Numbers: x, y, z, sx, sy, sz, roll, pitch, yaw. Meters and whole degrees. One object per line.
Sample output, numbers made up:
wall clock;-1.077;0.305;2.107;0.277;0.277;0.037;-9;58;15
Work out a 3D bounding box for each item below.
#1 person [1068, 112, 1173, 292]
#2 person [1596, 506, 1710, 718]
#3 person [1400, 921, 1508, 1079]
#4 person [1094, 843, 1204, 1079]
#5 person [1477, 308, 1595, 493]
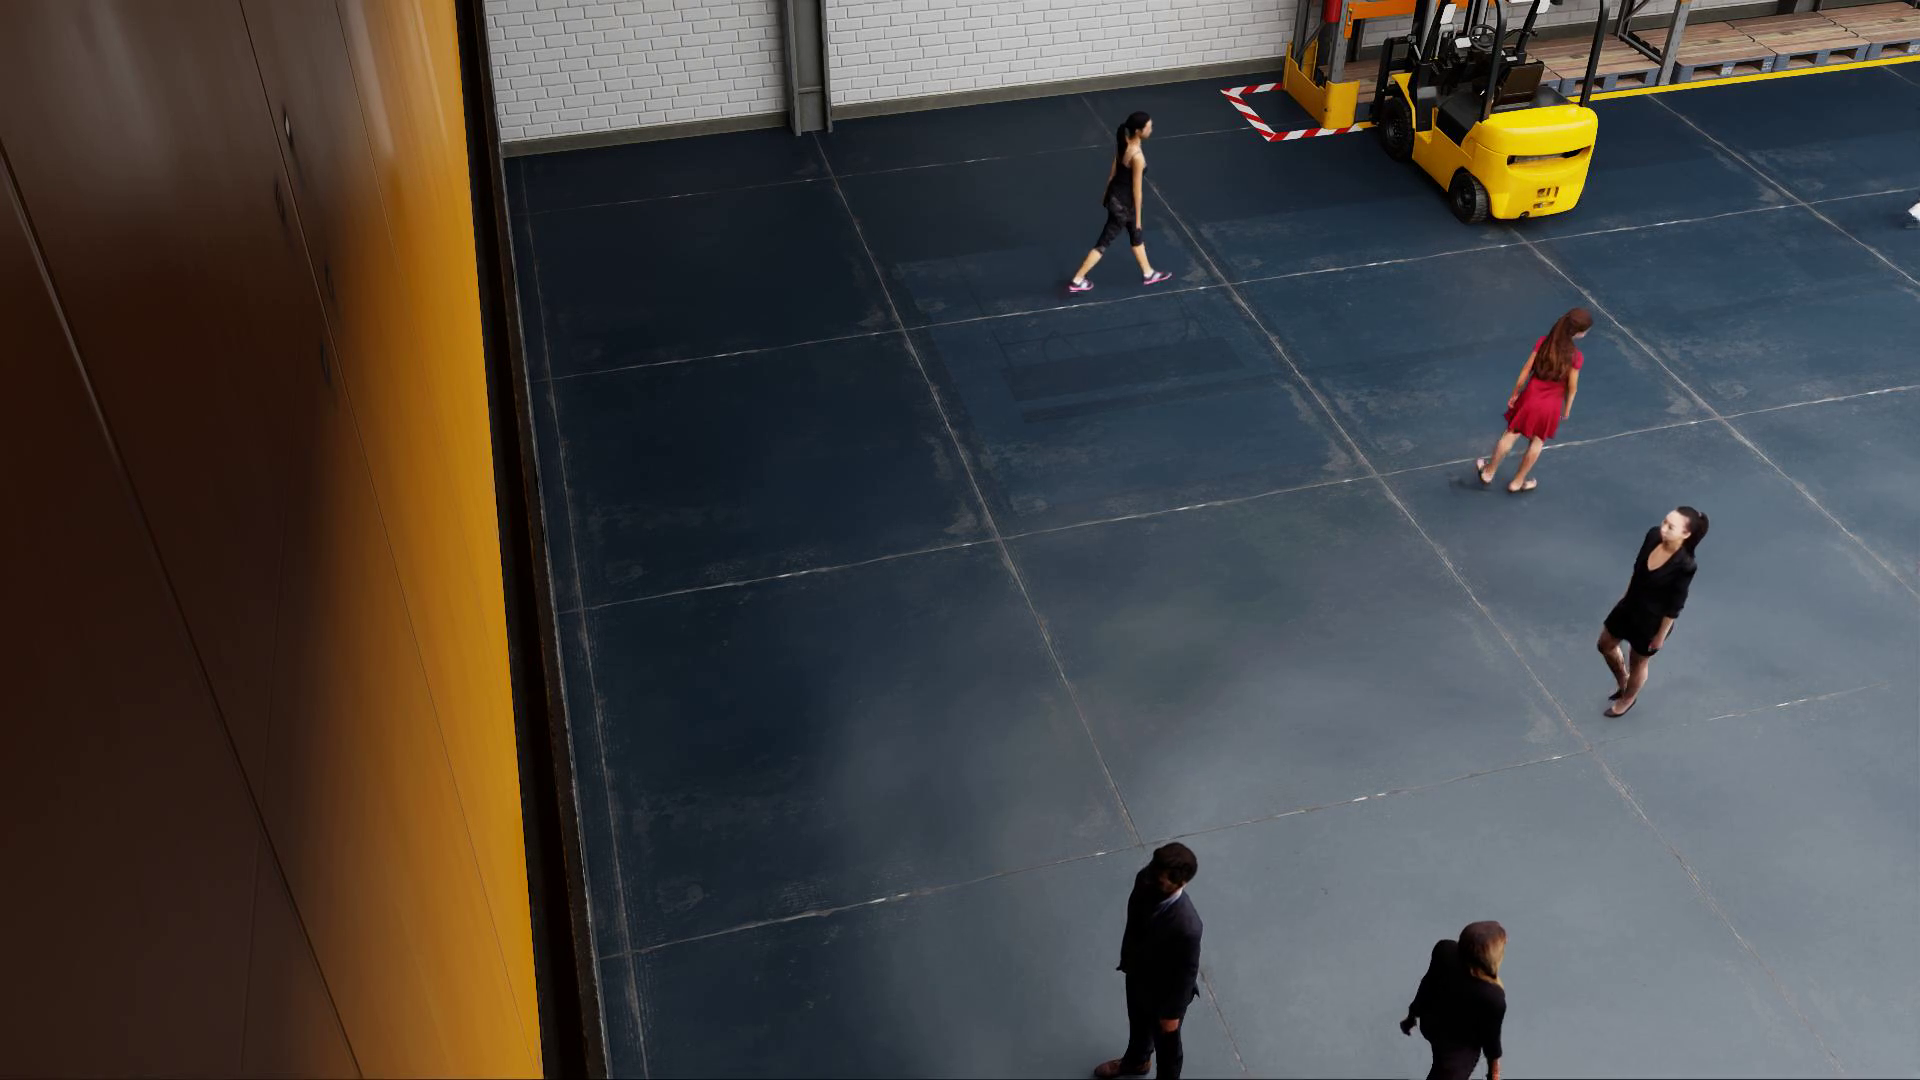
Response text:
person;1.298;-2.847;14.306;1.149;1.658;0.637;-11;40;-13
person;4.254;0.451;10.154;0.598;1.686;0.624;-12;40;-15
person;2.198;2.394;7.763;1.053;1.633;0.681;-13;40;-16
person;0.936;2.098;7.944;0.658;1.871;0.679;-18;42;-21
person;4.188;-1.000;12.102;0.828;1.522;0.863;15;41;18
